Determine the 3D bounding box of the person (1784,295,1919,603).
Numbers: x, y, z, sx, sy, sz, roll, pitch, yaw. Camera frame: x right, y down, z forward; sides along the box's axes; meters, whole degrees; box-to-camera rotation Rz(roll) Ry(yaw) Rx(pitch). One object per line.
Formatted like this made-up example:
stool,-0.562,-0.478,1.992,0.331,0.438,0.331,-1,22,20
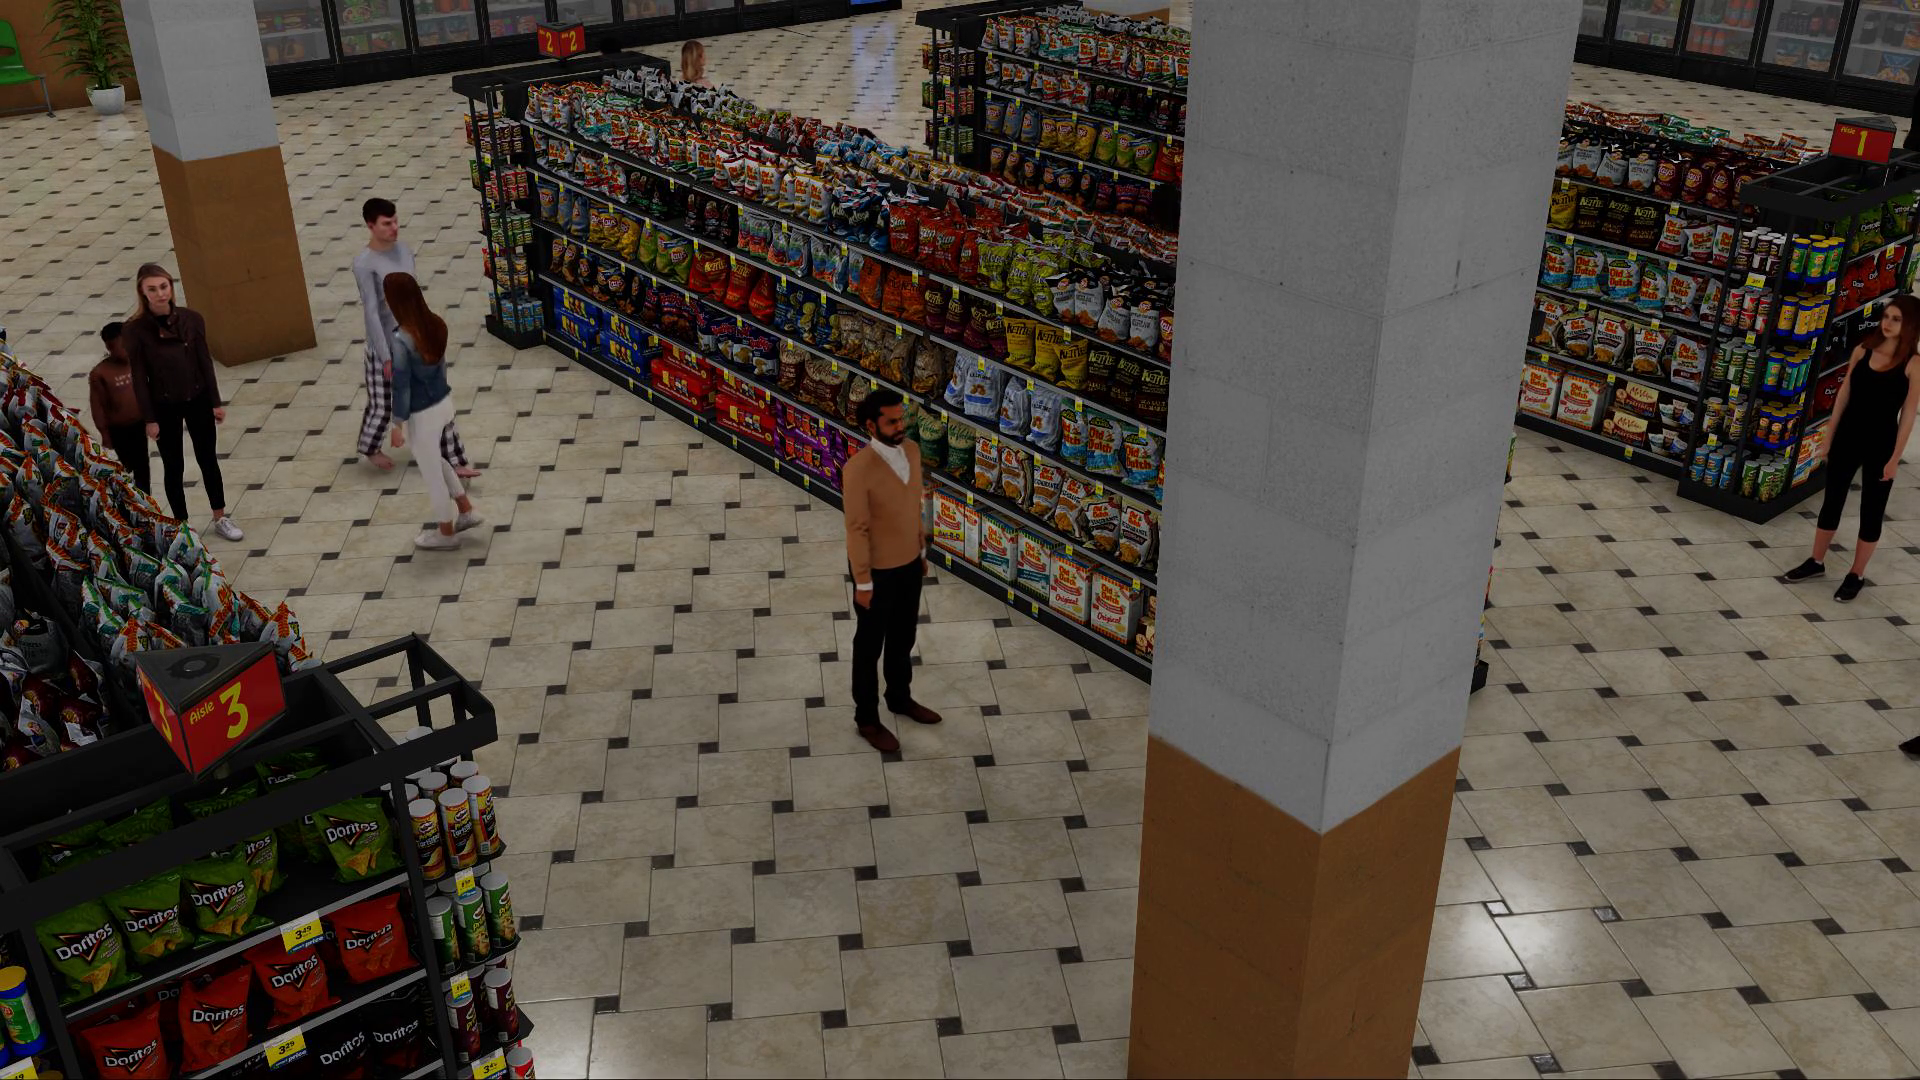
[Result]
person,4.931,-0.506,9.030,0.647,1.726,0.488,-17,31,-29

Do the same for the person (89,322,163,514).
person,-5.039,-0.725,9.998,0.634,1.242,0.597,23,35,38

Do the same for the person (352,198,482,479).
person,-3.587,-1.215,10.355,1.285,1.793,0.917,16,31,28

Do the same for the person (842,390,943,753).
person,-0.341,0.122,7.761,0.669,1.755,0.710,19,32,32

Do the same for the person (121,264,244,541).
person,-4.486,-0.766,9.568,0.603,1.705,0.498,-22,34,-36

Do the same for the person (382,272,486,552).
person,-2.957,-0.709,9.465,0.826,1.695,0.775,5,27,10

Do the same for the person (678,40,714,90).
person,-2.334,-3.536,14.891,0.481,1.830,0.662,22,34,37
